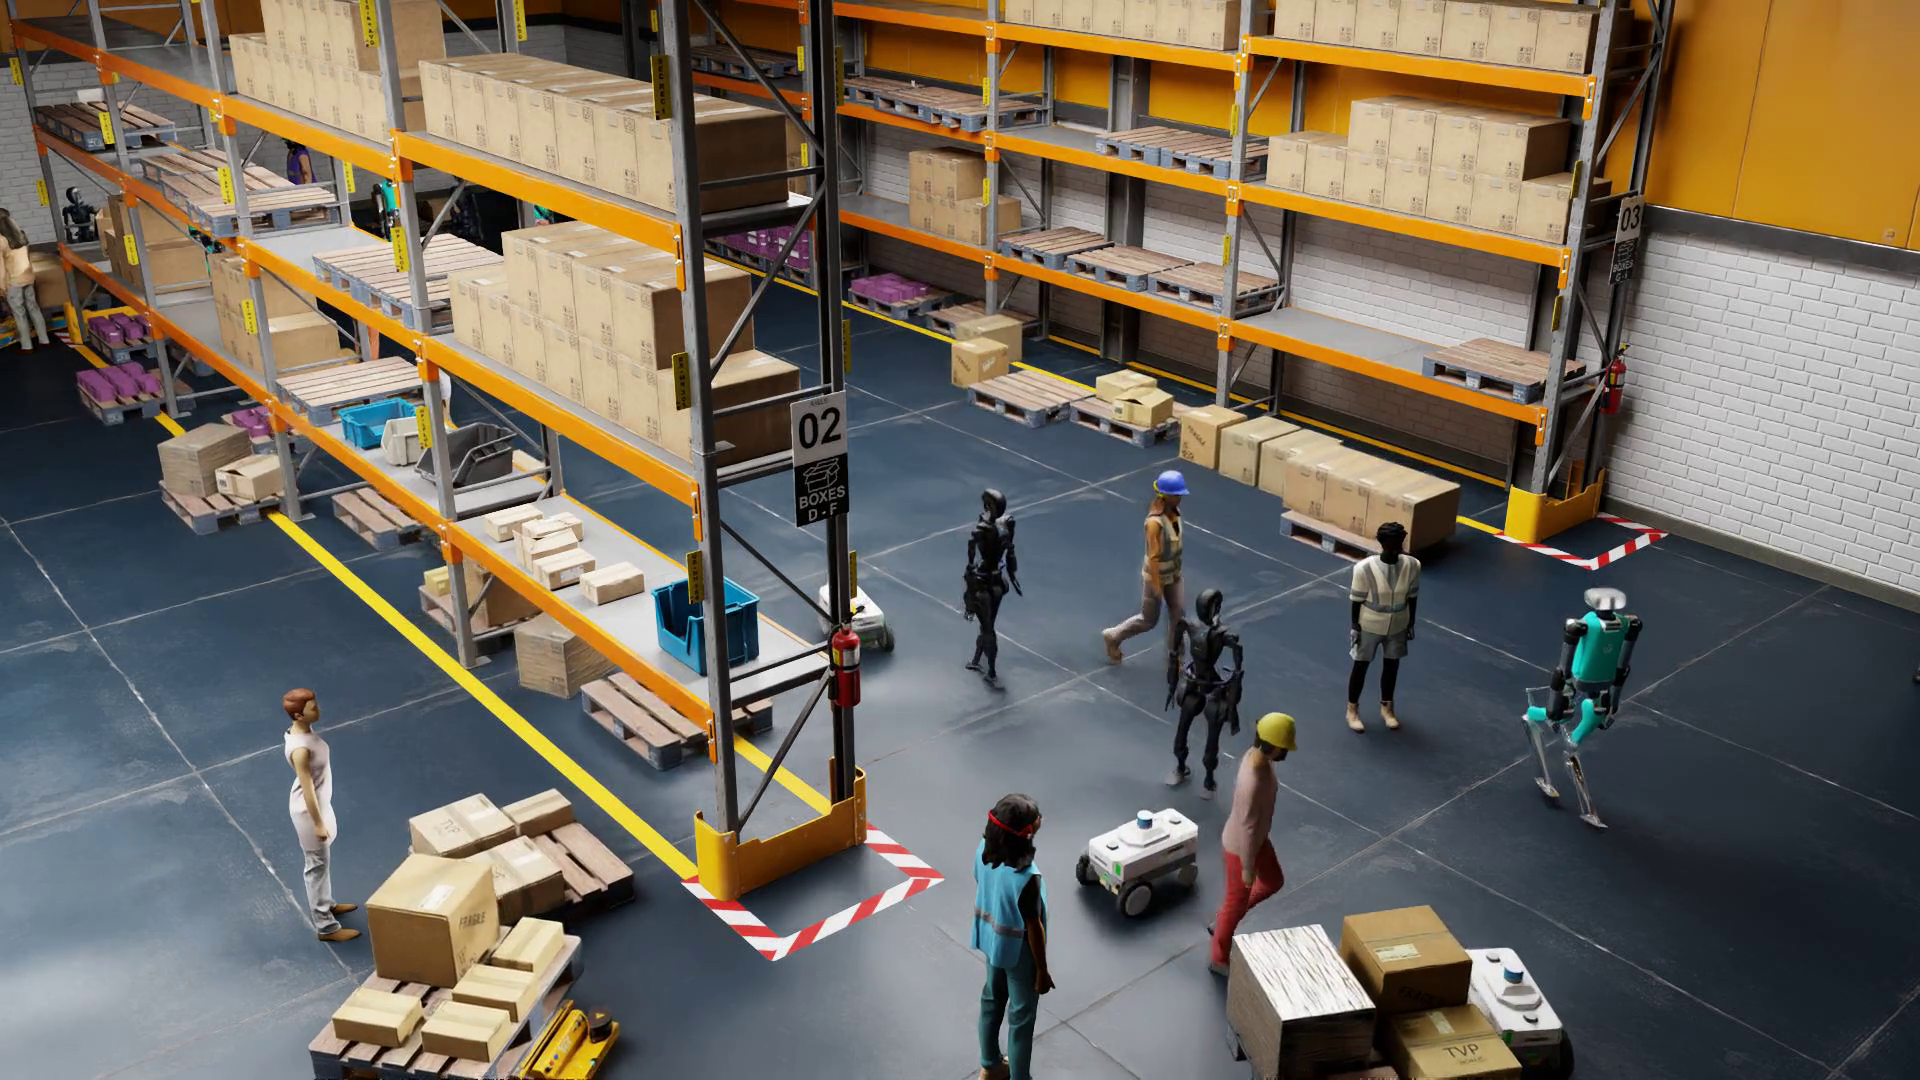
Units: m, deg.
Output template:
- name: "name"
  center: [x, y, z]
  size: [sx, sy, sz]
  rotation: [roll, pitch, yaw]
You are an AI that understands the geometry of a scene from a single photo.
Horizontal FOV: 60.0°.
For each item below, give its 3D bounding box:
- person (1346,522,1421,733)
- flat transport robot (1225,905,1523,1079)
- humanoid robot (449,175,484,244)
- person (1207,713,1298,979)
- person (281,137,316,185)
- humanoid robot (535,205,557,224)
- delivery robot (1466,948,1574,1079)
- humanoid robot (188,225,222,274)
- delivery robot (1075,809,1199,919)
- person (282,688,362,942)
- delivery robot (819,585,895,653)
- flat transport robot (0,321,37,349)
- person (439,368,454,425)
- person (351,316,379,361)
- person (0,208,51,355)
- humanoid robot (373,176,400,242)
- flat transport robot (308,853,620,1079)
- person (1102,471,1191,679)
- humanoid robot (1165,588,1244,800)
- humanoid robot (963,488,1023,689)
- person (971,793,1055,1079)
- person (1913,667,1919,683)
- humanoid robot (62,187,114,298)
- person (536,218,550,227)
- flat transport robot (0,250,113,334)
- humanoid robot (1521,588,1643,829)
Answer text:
- name: "person"
  center: [3.136, 0.638, 12.373]
  size: [0.532, 1.691, 0.320]
  rotation: [-3, 24, -7]
- name: "flat transport robot"
  center: [2.136, 2.985, 8.732]
  size: [0.659, 0.231, 1.431]
  rotation: [-5, 24, -11]
- name: "humanoid robot"
  center: [-7.325, -4.692, 24.726]
  size: [0.609, 1.646, 0.372]
  rotation: [13, 26, 27]
- name: "person"
  center: [1.701, 1.772, 9.687]
  size: [0.432, 1.733, 0.623]
  rotation: [7, 24, 16]
- name: "person"
  center: [-10.510, -5.626, 26.584]
  size: [0.420, 1.926, 0.530]
  rotation: [-20, 30, -39]
- name: "humanoid robot"
  center: [-6.676, -5.404, 26.321]
  size: [0.666, 1.801, 0.532]
  rotation: [11, 26, 24]
- name: "delivery robot"
  center: [3.044, 2.620, 9.220]
  size: [0.499, 0.597, 0.790]
  rotation: [-2, 23, -5]
- name: "humanoid robot"
  center: [-10.363, -3.993, 23.061]
  size: [0.668, 1.821, 0.553]
  rotation: [11, 26, 23]
- name: "delivery robot"
  center: [1.168, 2.005, 10.624]
  size: [0.774, 0.583, 0.499]
  rotation: [-15, 27, -31]
- name: "person"
  center: [-3.896, 1.643, 10.078]
  size: [0.289, 1.661, 0.451]
  rotation: [-8, 25, -17]
- name: "delivery robot"
  center: [-0.892, 0.652, 13.798]
  size: [0.499, 0.614, 0.808]
  rotation: [-10, 25, -23]
- name: "flat transport robot"
  center: [-12.726, -2.545, 21.537]
  size: [0.659, 0.231, 1.431]
  rotation: [4, 24, 8]
- name: "person"
  center: [-5.511, -1.570, 17.406]
  size: [0.341, 1.748, 0.571]
  rotation: [-14, 27, -29]
- name: "person"
  center: [-7.205, -2.752, 20.138]
  size: [0.503, 1.759, 0.329]
  rotation: [13, 27, 28]
- name: "person"
  center: [-12.077, -3.321, 21.329]
  size: [0.390, 1.869, 0.557]
  rotation: [7, 24, 15]
- name: "humanoid robot"
  center: [-8.060, -4.469, 23.971]
  size: [0.533, 1.677, 0.735]
  rotation: [-12, 26, -25]
- name: "flat transport robot"
  center: [-2.687, 2.774, 9.219]
  size: [1.431, 0.231, 0.659]
  rotation: [5, 24, 12]
- name: "person"
  center: [1.544, 0.258, 13.171]
  size: [0.754, 1.749, 0.474]
  rotation: [18, 29, 35]
- name: "humanoid robot"
  center: [1.692, 1.052, 11.449]
  size: [0.585, 1.641, 0.378]
  rotation: [15, 27, 31]
- name: "humanoid robot"
  center: [0.252, 0.351, 13.075]
  size: [0.523, 1.642, 0.593]
  rotation: [19, 30, 37]
- name: "person"
  center: [0.273, 2.144, 8.665]
  size: [0.391, 1.866, 0.521]
  rotation: [-16, 28, -33]
- name: "person"
  center: [7.815, 0.264, 12.951]
  size: [0.550, 1.923, 0.387]
  rotation: [13, 27, 28]
- name: "humanoid robot"
  center: [-12.351, -4.180, 23.559]
  size: [0.608, 1.640, 0.523]
  rotation: [1, 23, 3]
- name: "person"
  center: [-5.124, -3.041, 20.630]
  size: [0.409, 1.901, 0.638]
  rotation: [8, 25, 18]
- name: "flat transport robot"
  center: [-12.271, -3.014, 22.622]
  size: [0.659, 0.231, 1.431]
  rotation: [18, 29, 36]
- name: "humanoid robot"
  center: [4.160, 1.077, 11.299]
  size: [0.546, 1.767, 0.908]
  rotation: [-4, 24, -10]
